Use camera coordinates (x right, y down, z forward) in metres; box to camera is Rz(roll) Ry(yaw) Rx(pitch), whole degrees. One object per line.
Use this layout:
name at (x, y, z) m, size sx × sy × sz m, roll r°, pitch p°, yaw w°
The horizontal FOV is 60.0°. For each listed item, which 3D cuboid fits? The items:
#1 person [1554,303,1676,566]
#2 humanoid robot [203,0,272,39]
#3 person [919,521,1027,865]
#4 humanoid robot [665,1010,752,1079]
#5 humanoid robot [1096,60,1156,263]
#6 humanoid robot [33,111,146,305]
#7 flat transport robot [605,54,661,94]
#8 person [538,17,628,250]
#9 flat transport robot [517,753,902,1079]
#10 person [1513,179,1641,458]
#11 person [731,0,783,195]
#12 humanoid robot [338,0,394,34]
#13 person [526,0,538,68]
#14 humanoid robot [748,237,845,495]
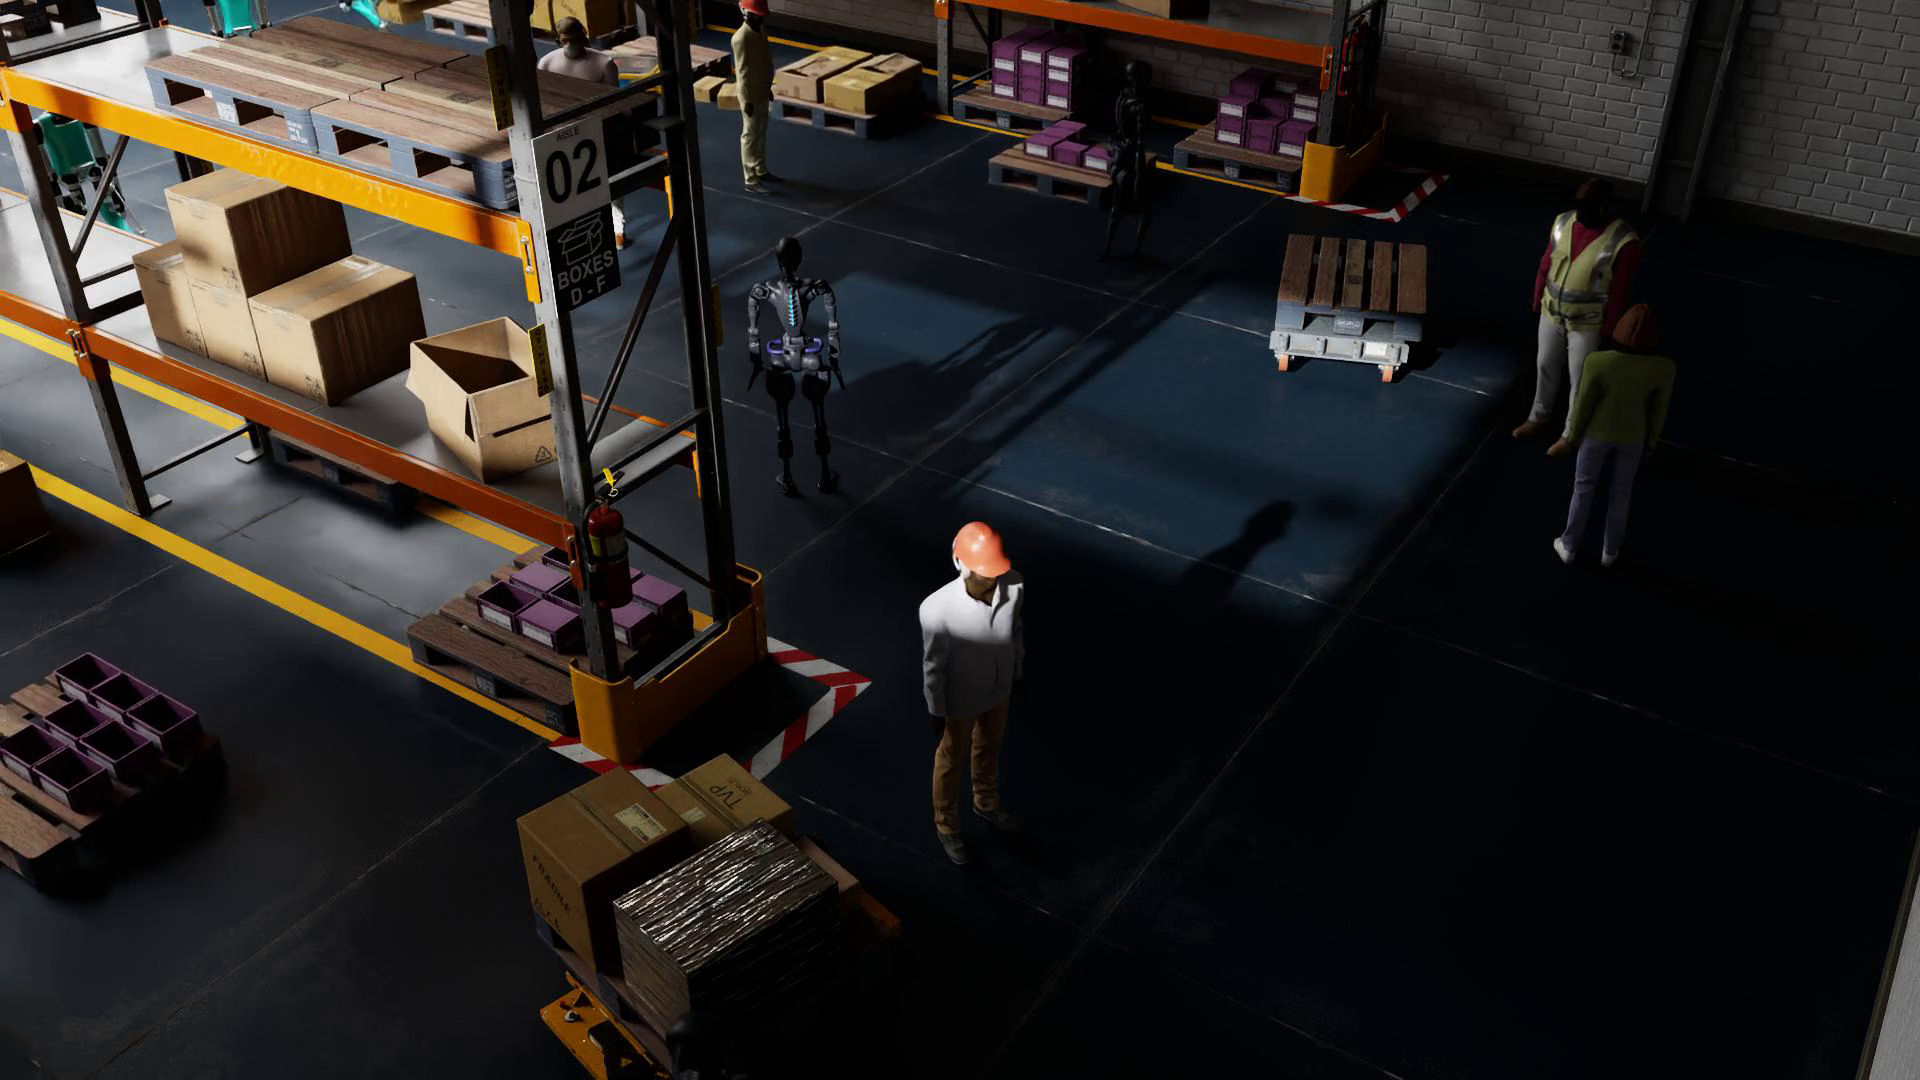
person at (3.737, -0.588, 9.523) m, size 0.506 × 1.631 × 0.264 m, roll 6°, pitch 34°, yaw 9°
humanoid robot at (-6.389, -4.297, 15.009) m, size 0.533 × 1.677 × 0.735 m, roll -16°, pitch 36°, yaw -23°
person at (0.082, 0.682, 7.493) m, size 0.560 × 1.718 × 0.325 m, roll -24°, pitch 40°, yaw -32°
humanoid robot at (-0.769, 2.092, 5.373) m, size 0.537 × 1.639 × 0.602 m, roll 6°, pitch 34°, yaw 10°
humanoid robot at (1.341, -2.991, 13.187) m, size 0.449 × 1.644 × 0.613 m, roll -6°, pitch 34°, yaw -10°
humanoid robot at (-6.252, -2.430, 12.139) m, size 0.735 × 1.677 × 0.533 m, roll 20°, pitch 38°, yaw 28°
flat transport robot at (-3.553, -4.861, 17.345) m, size 1.431 × 0.231 × 0.659 m, roll 3°, pitch 33°, yaw 5°
person at (-3.000, -3.242, 13.347) m, size 0.643 × 1.927 × 0.390 m, roll 0°, pitch 33°, yaw 1°
flat transport robot at (-0.999, 1.806, 7.097) m, size 1.431 × 0.231 × 0.659 m, roll -26°, pitch 41°, yaw -34°
person at (3.923, -1.431, 10.645) m, size 0.429 × 1.831 × 0.633 m, roll -23°, pitch 39°, yaw -31°
person at (-1.764, -3.920, 14.544) m, size 0.334 × 1.742 × 0.560 m, roll 8°, pitch 34°, yaw 12°
humanoid robot at (-6.041, -5.606, 17.182) m, size 0.995 × 1.770 × 0.529 m, roll 23°, pitch 40°, yaw 31°
person at (-3.968, -4.281, 14.925) m, size 0.436 × 1.942 × 0.487 m, roll 3°, pitch 33°, yaw 5°
humanoid robot at (-1.014, -1.065, 10.205) m, size 0.599 × 1.657 × 0.315 m, roll -3°, pitch 33°, yaw -5°
